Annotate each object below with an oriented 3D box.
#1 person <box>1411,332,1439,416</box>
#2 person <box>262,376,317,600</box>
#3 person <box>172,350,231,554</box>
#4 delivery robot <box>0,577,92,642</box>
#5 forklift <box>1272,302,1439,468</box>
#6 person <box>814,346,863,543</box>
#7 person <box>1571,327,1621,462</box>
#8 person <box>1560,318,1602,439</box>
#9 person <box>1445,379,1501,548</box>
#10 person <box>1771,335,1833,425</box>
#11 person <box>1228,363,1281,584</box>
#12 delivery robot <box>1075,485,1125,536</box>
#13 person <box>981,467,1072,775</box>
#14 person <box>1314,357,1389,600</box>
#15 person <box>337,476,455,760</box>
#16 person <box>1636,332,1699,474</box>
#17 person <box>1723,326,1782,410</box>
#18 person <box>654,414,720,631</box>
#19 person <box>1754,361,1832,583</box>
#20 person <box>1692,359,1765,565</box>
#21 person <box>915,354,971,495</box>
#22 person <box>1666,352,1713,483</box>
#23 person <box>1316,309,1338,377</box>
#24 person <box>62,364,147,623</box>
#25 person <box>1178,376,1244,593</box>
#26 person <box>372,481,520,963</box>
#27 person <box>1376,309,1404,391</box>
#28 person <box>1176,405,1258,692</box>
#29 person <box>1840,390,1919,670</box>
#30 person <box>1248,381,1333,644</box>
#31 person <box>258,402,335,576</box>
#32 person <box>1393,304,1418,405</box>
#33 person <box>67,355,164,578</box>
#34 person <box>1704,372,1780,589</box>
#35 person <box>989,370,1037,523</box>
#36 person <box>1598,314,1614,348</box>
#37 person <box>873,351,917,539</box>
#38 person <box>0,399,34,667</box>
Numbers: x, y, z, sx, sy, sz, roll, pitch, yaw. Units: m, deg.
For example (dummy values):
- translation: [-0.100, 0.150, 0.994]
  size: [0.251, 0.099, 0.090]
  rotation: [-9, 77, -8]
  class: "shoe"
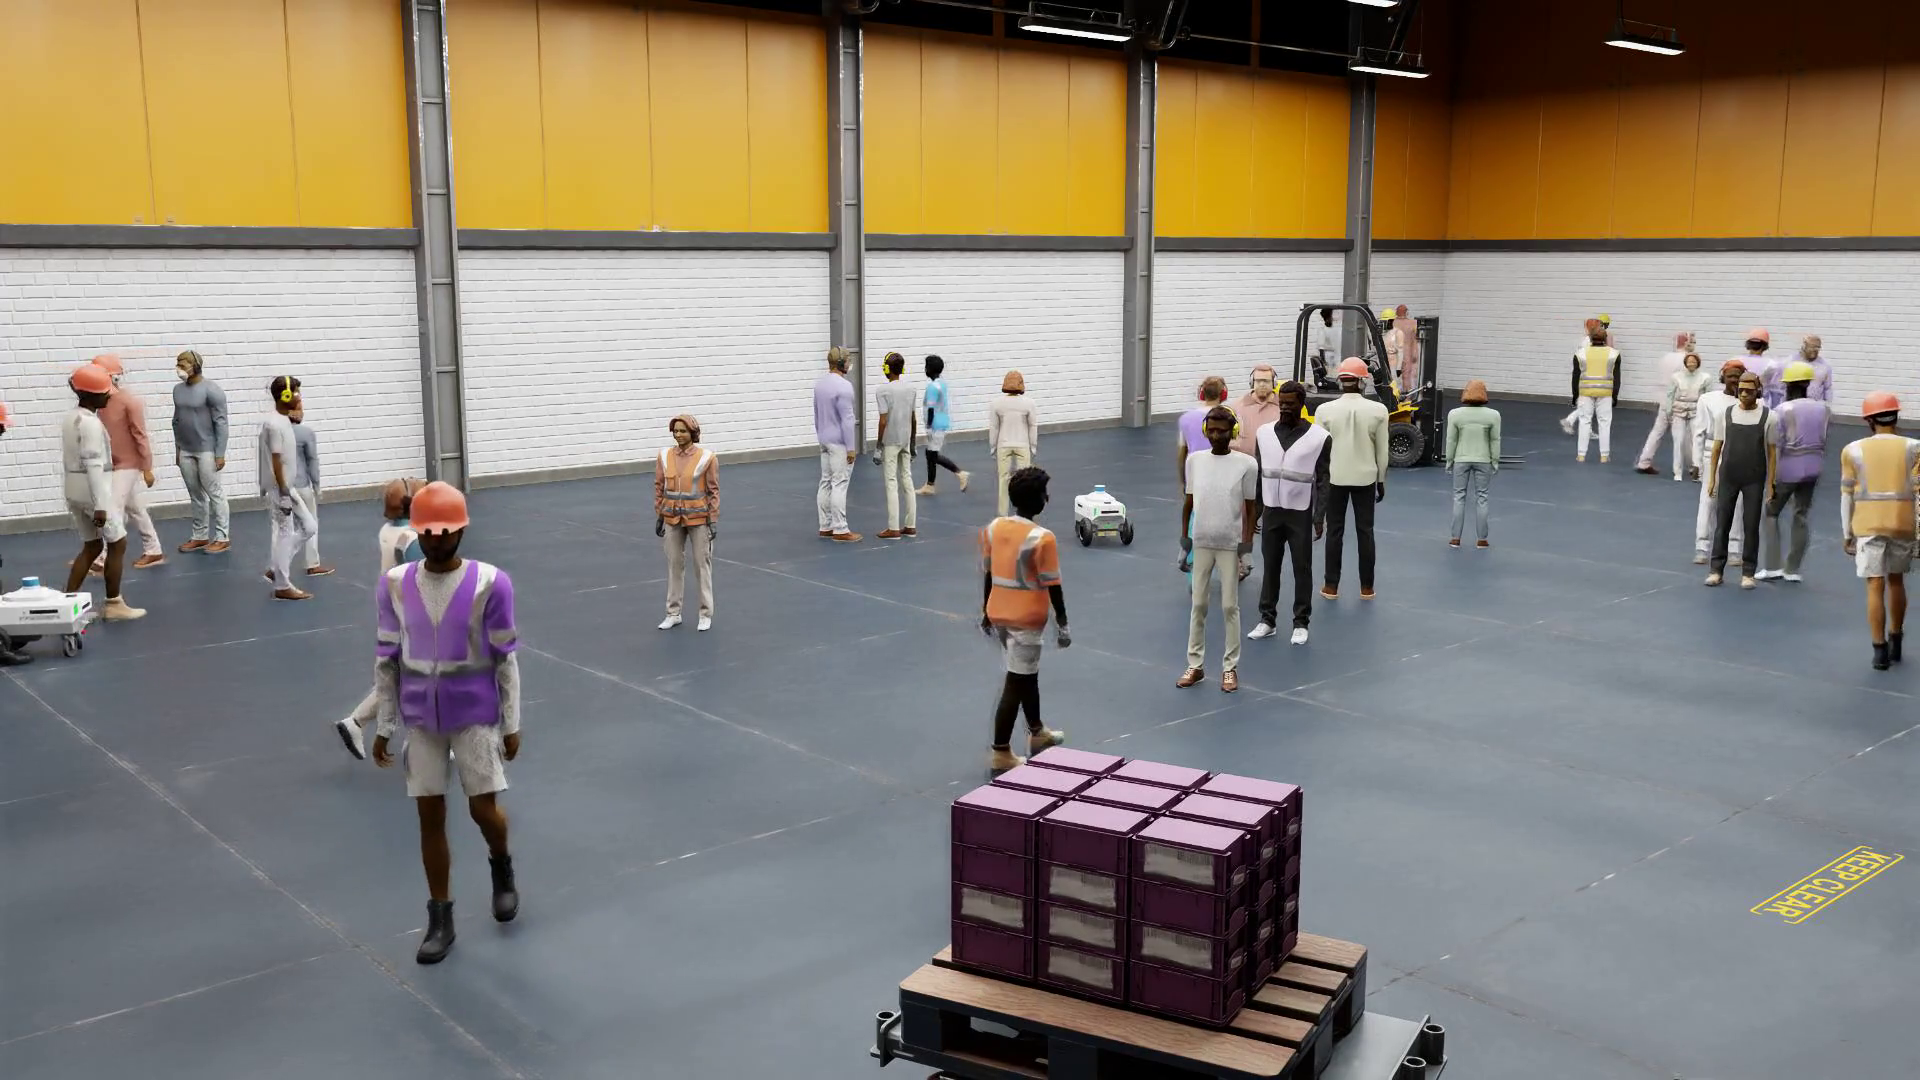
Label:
- translation: [7.387, -2.583, 26.521]
  size: [0.467, 1.754, 0.545]
  rotation: [5, 11, 26]
  class: "person"
- translation: [-5.477, -0.417, 13.581]
  size: [0.406, 1.848, 0.564]
  rotation: [-3, 10, -15]
  class: "person"
- translation: [-7.200, -0.834, 15.766]
  size: [0.635, 1.937, 0.352]
  rotation: [5, 11, 25]
  class: "person"
- translation: [-6.520, 0.504, 11.703]
  size: [0.707, 0.478, 0.477]
  rotation: [-2, 10, -11]
  class: "delivery robot"
- translation: [5.320, -2.157, 22.763]
  size: [2.313, 2.155, 1.214]
  rotation: [3, 10, 16]
  class: "forklift"
- translation: [-1.214, -0.939, 16.378]
  size: [0.354, 1.937, 0.635]
  rotation: [-6, 11, -32]
  class: "person"
- translation: [8.696, -1.982, 22.770]
  size: [0.624, 1.845, 0.430]
  rotation: [4, 10, 21]
  class: "person"
- translation: [9.640, -2.480, 25.616]
  size: [0.495, 1.864, 0.596]
  rotation: [5, 11, 26]
  class: "person"
- translation: [4.946, -0.732, 16.061]
  size: [0.507, 1.632, 0.278]
  rotation: [3, 10, 16]
  class: "person"
- translation: [10.393, -1.587, 20.437]
  size: [0.661, 1.846, 1.002]
  rotation: [0, 10, 2]
  class: "person"
- translation: [2.559, -0.555, 14.229]
  size: [0.643, 1.909, 0.411]
  rotation: [2, 10, 14]
  class: "person"
- translation: [1.376, -0.298, 16.399]
  size: [0.477, 0.478, 0.707]
  rotation: [-2, 10, -12]
  class: "delivery robot"
- translation: [0.428, 0.427, 9.143]
  size: [0.747, 1.664, 0.556]
  rotation: [-7, 12, -35]
  class: "person"
- translation: [3.194, -0.498, 13.646]
  size: [0.613, 1.991, 0.392]
  rotation: [2, 10, 9]
  class: "person"
- translation: [-3.073, 0.460, 9.118]
  size: [0.608, 1.623, 0.520]
  rotation: [-7, 12, -36]
  class: "person"
- translation: [9.219, -1.740, 21.345]
  size: [1.003, 1.855, 0.646]
  rotation: [0, 10, -2]
  class: "person"
- translation: [9.185, -1.480, 19.395]
  size: [0.626, 2.010, 0.922]
  rotation: [8, 13, 39]
  class: "person"
- translation: [-2.053, -0.132, 12.523]
  size: [0.514, 1.642, 0.310]
  rotation: [2, 10, 13]
  class: "person"
- translation: [7.169, -0.576, 14.312]
  size: [0.610, 1.916, 0.438]
  rotation: [-2, 10, -11]
  class: "person"
- translation: [6.991, -0.707, 15.181]
  size: [0.582, 1.882, 0.340]
  rotation: [4, 10, 20]
  class: "person"
- translation: [-0.211, -1.330, 19.431]
  size: [0.647, 1.672, 0.536]
  rotation: [2, 10, 10]
  class: "person"
- translation: [9.101, -1.528, 20.749]
  size: [0.544, 1.626, 0.464]
  rotation: [5, 11, 27]
  class: "person"
- translation: [6.480, -3.156, 29.438]
  size: [0.385, 1.925, 0.707]
  rotation: [5, 11, 29]
  class: "person"
- translation: [-6.568, -0.335, 12.637]
  size: [0.633, 2.008, 0.557]
  rotation: [9, 13, 42]
  class: "person"
- translation: [2.137, -0.479, 14.051]
  size: [0.590, 1.806, 0.797]
  rotation: [5, 11, 28]
  class: "person"
- translation: [-2.080, 0.712, 6.739]
  size: [0.564, 1.926, 0.548]
  rotation: [0, 10, 0]
  class: "person"
- translation: [7.390, -3.023, 28.679]
  size: [0.432, 1.913, 0.598]
  rotation: [-5, 11, -27]
  class: "person"
- translation: [1.658, 0.053, 10.789]
  size: [0.509, 1.868, 0.328]
  rotation: [4, 11, 23]
  class: "person"
- translation: [6.370, -0.079, 11.514]
  size: [0.549, 1.883, 0.714]
  rotation: [4, 11, 25]
  class: "person"
- translation: [2.402, -0.206, 12.147]
  size: [0.588, 1.920, 0.388]
  rotation: [6, 11, 31]
  class: "person"
- translation: [-5.846, -0.453, 14.512]
  size: [0.545, 1.605, 0.450]
  rotation: [-1, 10, -4]
  class: "person"
- translation: [8.322, -3.499, 31.461]
  size: [0.642, 1.909, 0.399]
  rotation: [3, 10, 19]
  class: "person"
- translation: [-7.519, -0.656, 14.705]
  size: [0.658, 1.938, 1.021]
  rotation: [6, 11, 31]
  class: "person"
- translation: [6.628, -0.503, 14.104]
  size: [0.516, 1.843, 0.325]
  rotation: [6, 11, 31]
  class: "person"
- translation: [0.554, -0.942, 17.288]
  size: [0.499, 1.634, 0.285]
  rotation: [1, 10, 8]
  class: "person"
- translation: [11.697, -3.238, 30.347]
  size: [0.309, 1.769, 0.525]
  rotation: [-7, 12, -34]
  class: "person"
- translation: [-0.649, -0.937, 16.585]
  size: [0.518, 1.866, 0.323]
  rotation: [-8, 13, -40]
  class: "person"
- translation: [-6.677, -0.016, 11.112]
  size: [0.744, 1.896, 0.560]
  rotation: [-9, 13, -43]
  class: "person"
